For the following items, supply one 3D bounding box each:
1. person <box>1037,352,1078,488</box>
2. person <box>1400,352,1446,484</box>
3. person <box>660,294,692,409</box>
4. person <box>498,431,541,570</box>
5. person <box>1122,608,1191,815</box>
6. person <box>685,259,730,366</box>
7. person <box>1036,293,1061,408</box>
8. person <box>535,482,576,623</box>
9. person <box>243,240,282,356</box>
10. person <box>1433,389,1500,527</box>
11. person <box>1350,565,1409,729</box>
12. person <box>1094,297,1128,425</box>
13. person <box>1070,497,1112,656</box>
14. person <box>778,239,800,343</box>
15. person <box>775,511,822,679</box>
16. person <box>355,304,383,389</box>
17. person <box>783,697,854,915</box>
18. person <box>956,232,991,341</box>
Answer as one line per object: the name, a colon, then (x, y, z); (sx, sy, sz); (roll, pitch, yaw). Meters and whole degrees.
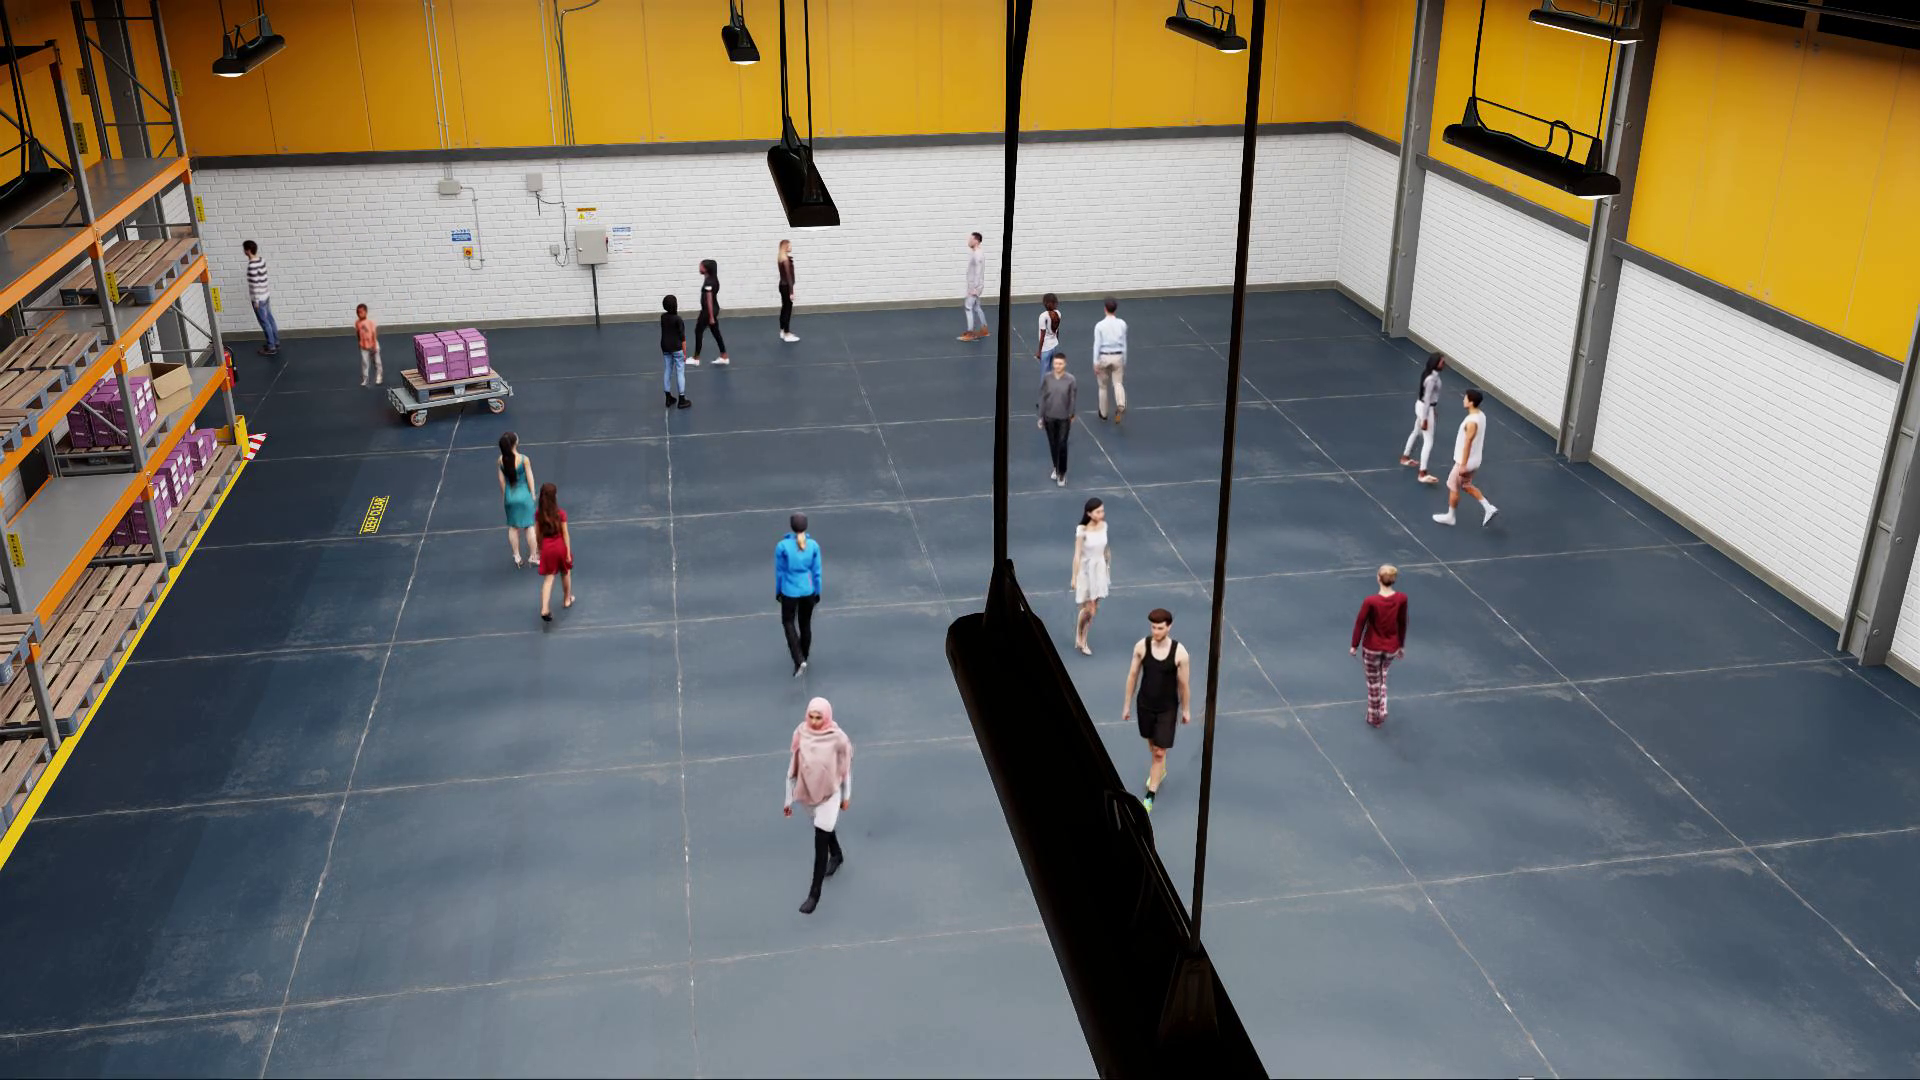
person: (1.289, -1.632, 21.832); (0.819, 1.741, 0.932); (7, 25, 15)
person: (6.137, -1.632, 21.901); (1.088, 1.685, 0.927); (6, 24, 14)
person: (-4.231, -2.786, 24.528); (0.639, 1.696, 0.675); (9, 25, 19)
person: (-5.113, -0.467, 19.237); (0.599, 1.684, 0.564); (2, 24, 5)
person: (1.771, 1.434, 14.693); (1.129, 1.841, 1.267); (11, 26, 23)
person: (-3.877, -3.584, 26.343); (0.774, 1.704, 0.940); (0, 24, -1)
person: (1.312, -2.811, 24.555); (0.706, 1.719, 0.666); (19, 30, 37)
person: (-4.427, 0.145, 18.034); (0.704, 1.526, 1.066); (1, 24, 3)
person: (-11.350, -3.952, 27.001); (0.732, 1.852, 0.493); (-1, 24, -3)
person: (6.268, -0.960, 20.261); (1.081, 1.768, 1.036); (14, 27, 29)
person: (4.026, 1.035, 15.789); (0.646, 1.693, 0.580); (-4, 24, -10)
person: (2.164, -2.524, 23.765); (0.635, 1.828, 0.953); (-4, 24, -10)
person: (1.287, 0.362, 17.245); (0.787, 1.761, 0.849); (-15, 28, -31)
person: (-2.895, -4.162, 27.667); (0.696, 1.703, 0.486); (-8, 25, -17)
person: (-1.626, 0.579, 16.722); (0.622, 1.782, 0.912); (-5, 24, -10)
person: (-9.040, -2.992, 25.526); (0.556, 1.273, 0.908); (-1, 24, -2)
person: (-1.100, 2.042, 13.421); (1.035, 1.746, 1.279); (8, 25, 18)
person: (0.233, -4.239, 27.672); (0.831, 1.840, 0.796); (4, 24, 9)
